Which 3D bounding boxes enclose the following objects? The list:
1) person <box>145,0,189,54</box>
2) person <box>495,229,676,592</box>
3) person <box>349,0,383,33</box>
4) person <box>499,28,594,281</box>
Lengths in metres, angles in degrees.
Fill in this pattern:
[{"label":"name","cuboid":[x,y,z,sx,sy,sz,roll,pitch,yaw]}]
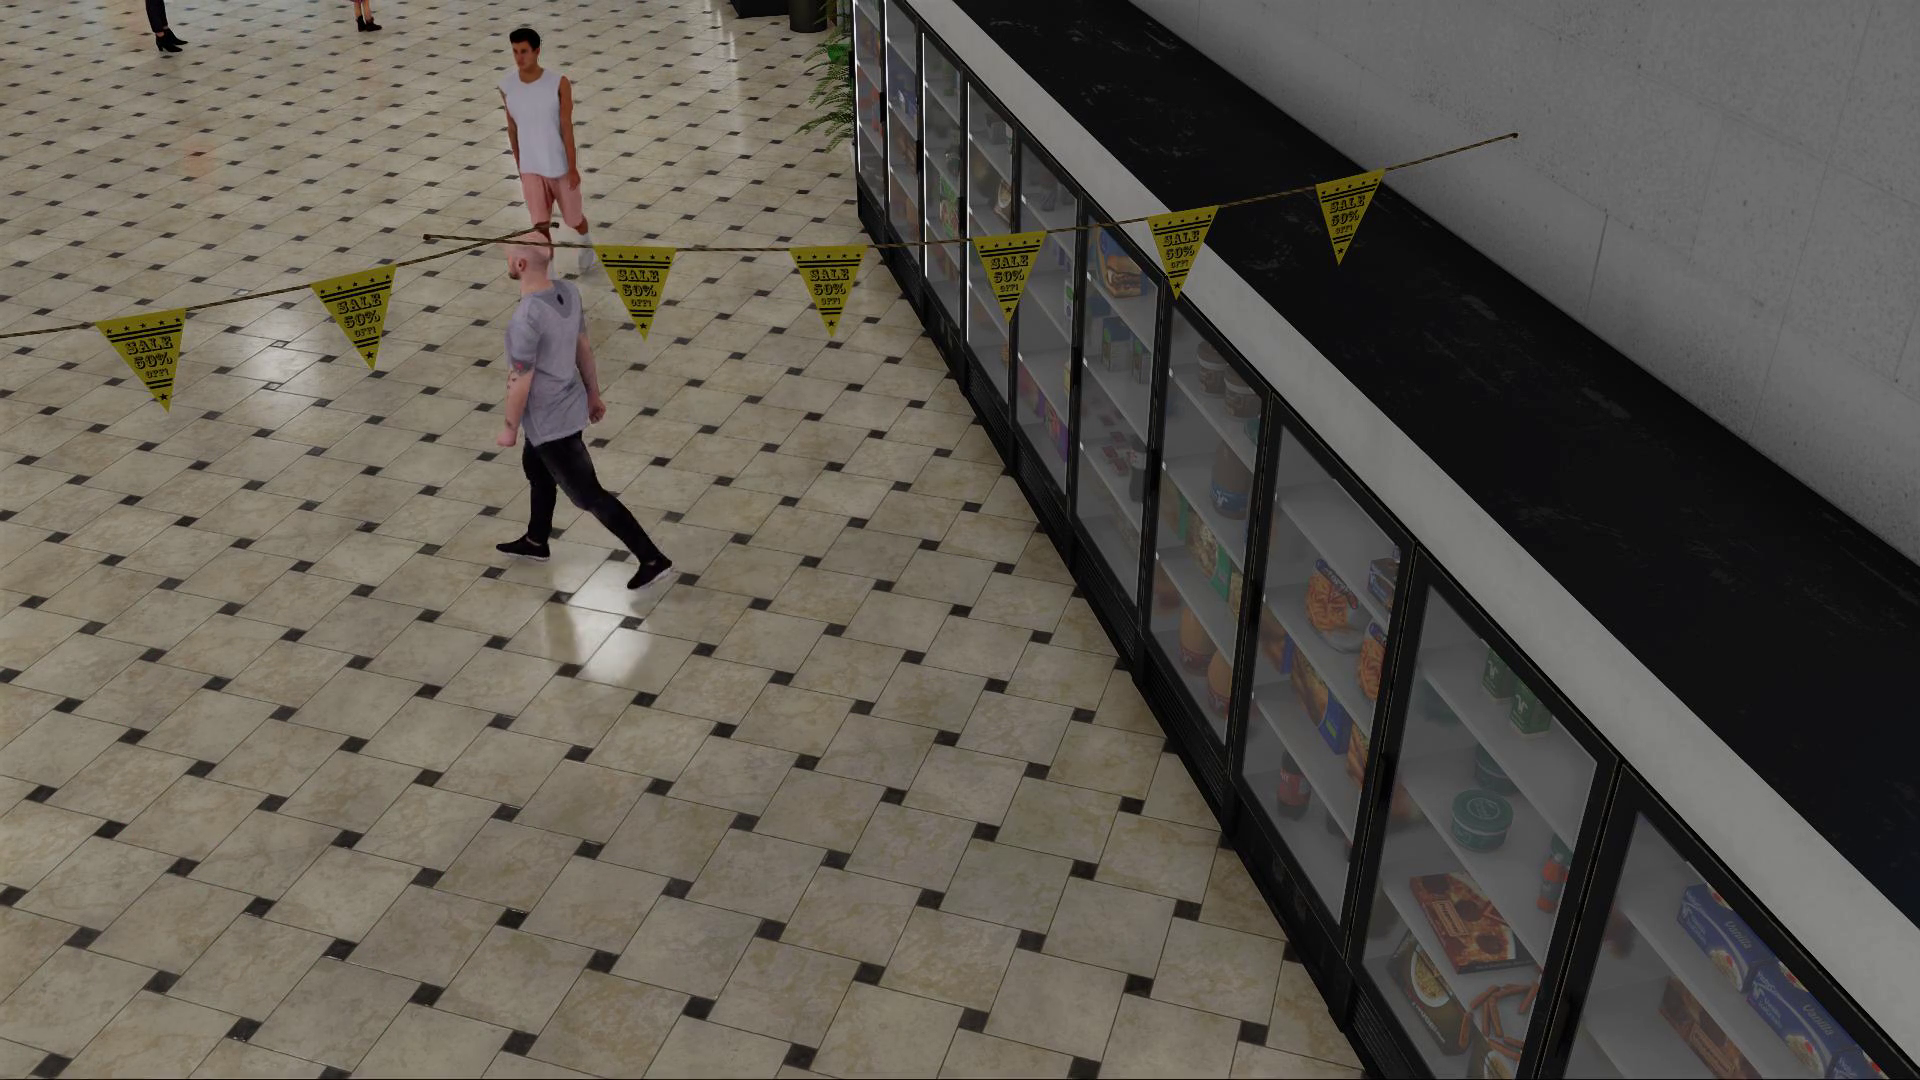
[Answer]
[{"label":"person","cuboid":[-7.839,-5.628,16.039,0.575,1.749,0.635,-5,32,-8]},{"label":"person","cuboid":[-1.817,-0.549,7.836,1.336,1.791,1.032,6,32,9]},{"label":"person","cuboid":[-6.077,-5.659,16.777,0.488,1.021,0.561,11,34,18]},{"label":"person","cuboid":[-2.682,-2.502,11.000,1.097,1.764,0.945,3,32,4]}]
